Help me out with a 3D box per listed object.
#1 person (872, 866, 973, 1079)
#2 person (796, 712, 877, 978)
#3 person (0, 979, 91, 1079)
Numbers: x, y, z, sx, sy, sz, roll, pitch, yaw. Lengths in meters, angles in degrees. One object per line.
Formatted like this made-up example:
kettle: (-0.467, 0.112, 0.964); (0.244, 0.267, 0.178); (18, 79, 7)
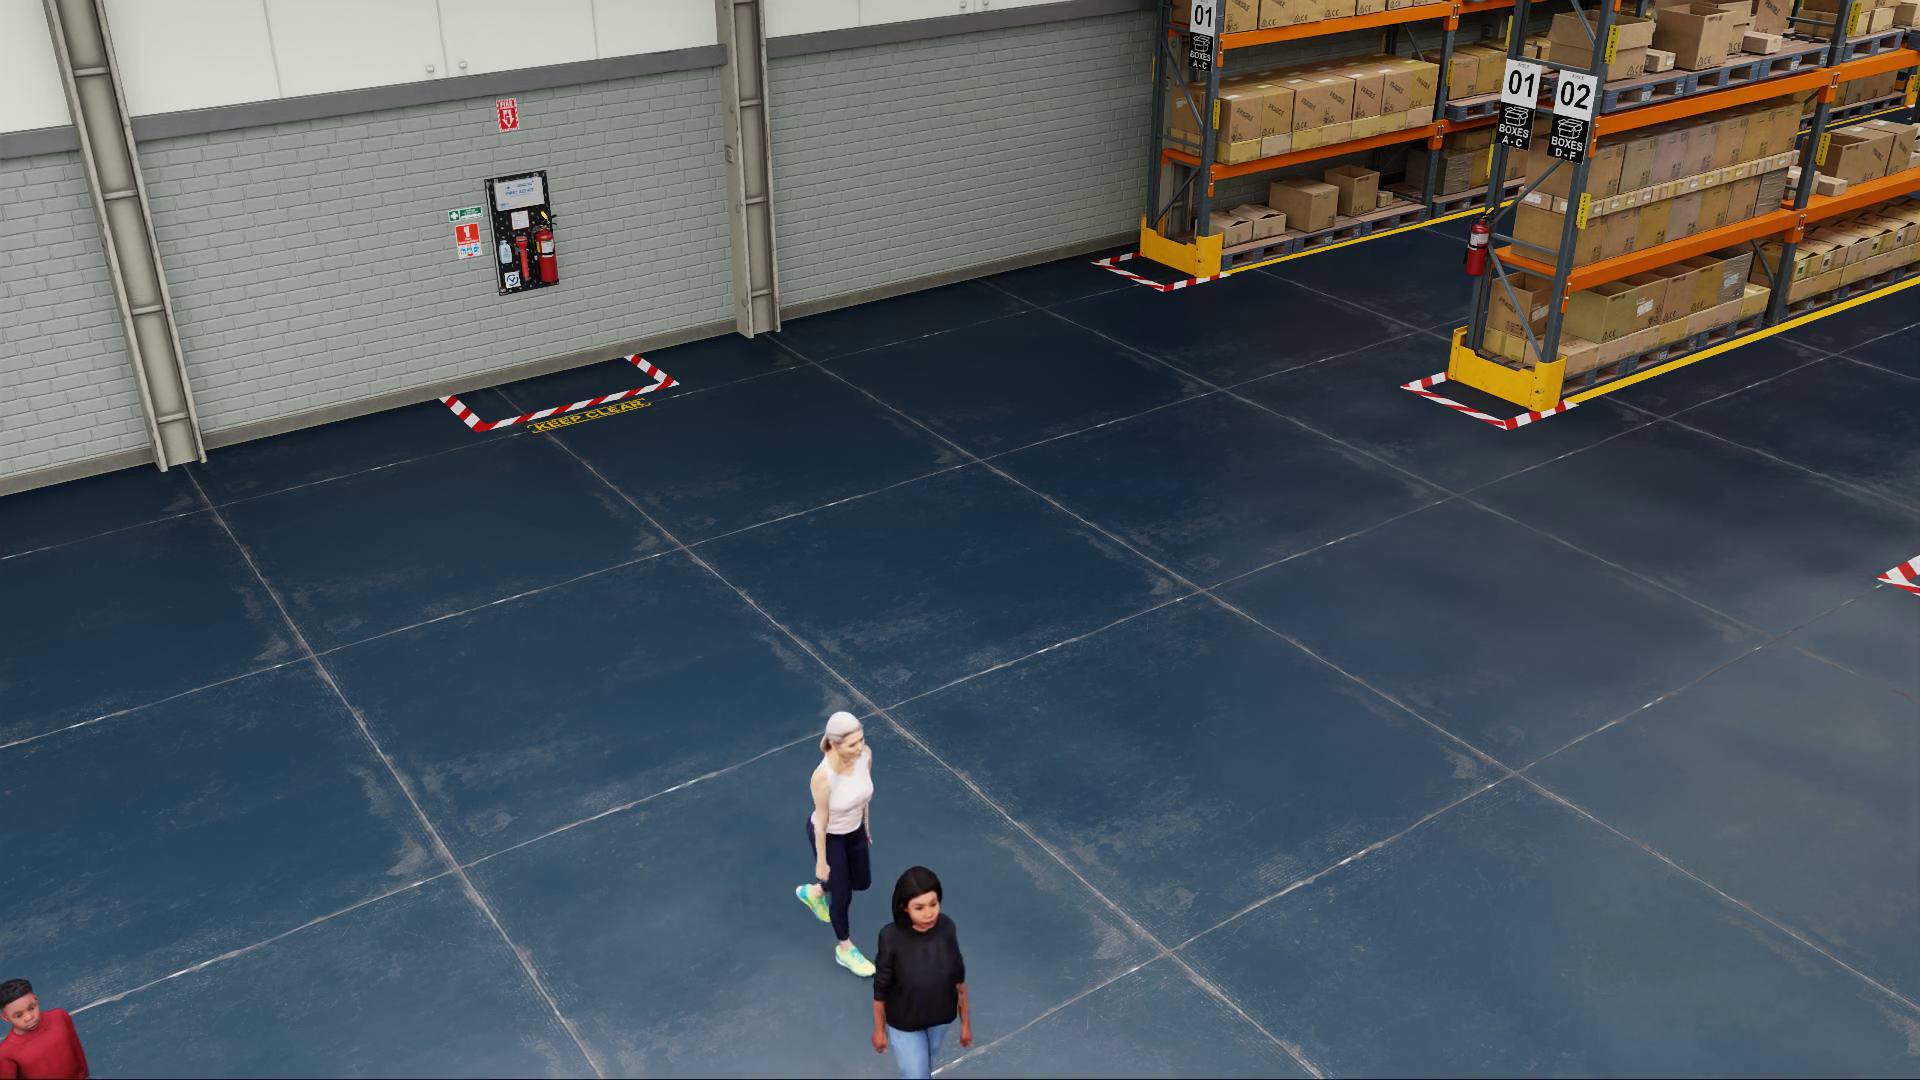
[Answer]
person: (-0.227, 2.184, 7.727); (0.906, 1.672, 0.709); (-14, 30, -25)
person: (-0.731, 1.576, 8.900); (0.807, 1.679, 0.853); (19, 33, 33)
person: (-4.149, 2.497, 7.576); (0.619, 1.255, 0.512); (17, 32, 30)
